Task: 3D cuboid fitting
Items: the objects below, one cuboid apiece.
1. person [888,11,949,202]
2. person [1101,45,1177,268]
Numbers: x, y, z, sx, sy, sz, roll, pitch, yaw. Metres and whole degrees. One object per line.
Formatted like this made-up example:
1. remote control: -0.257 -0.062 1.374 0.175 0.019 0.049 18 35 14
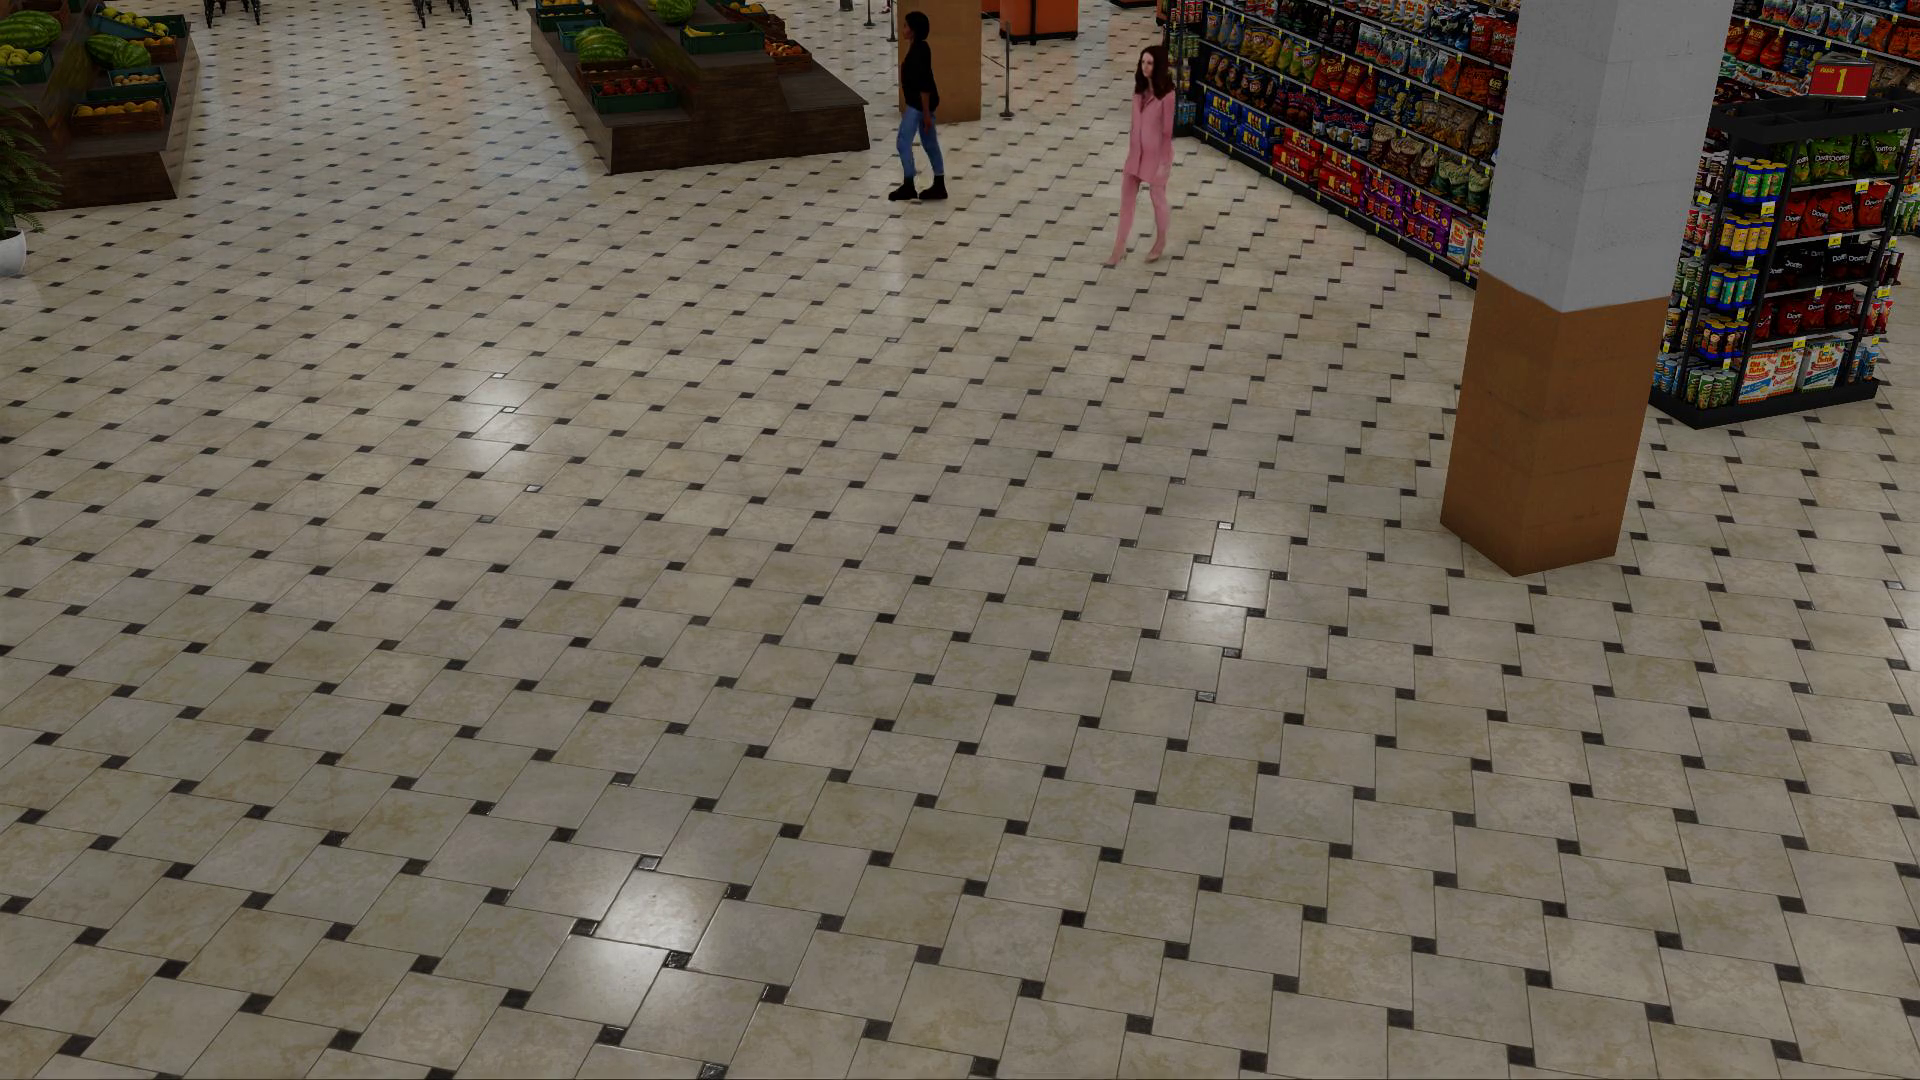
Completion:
1. person: -0.250 -3.857 14.904 0.806 1.682 0.795 4 29 8
2. person: 1.594 -3.078 13.386 0.958 1.769 1.023 -25 37 -38
